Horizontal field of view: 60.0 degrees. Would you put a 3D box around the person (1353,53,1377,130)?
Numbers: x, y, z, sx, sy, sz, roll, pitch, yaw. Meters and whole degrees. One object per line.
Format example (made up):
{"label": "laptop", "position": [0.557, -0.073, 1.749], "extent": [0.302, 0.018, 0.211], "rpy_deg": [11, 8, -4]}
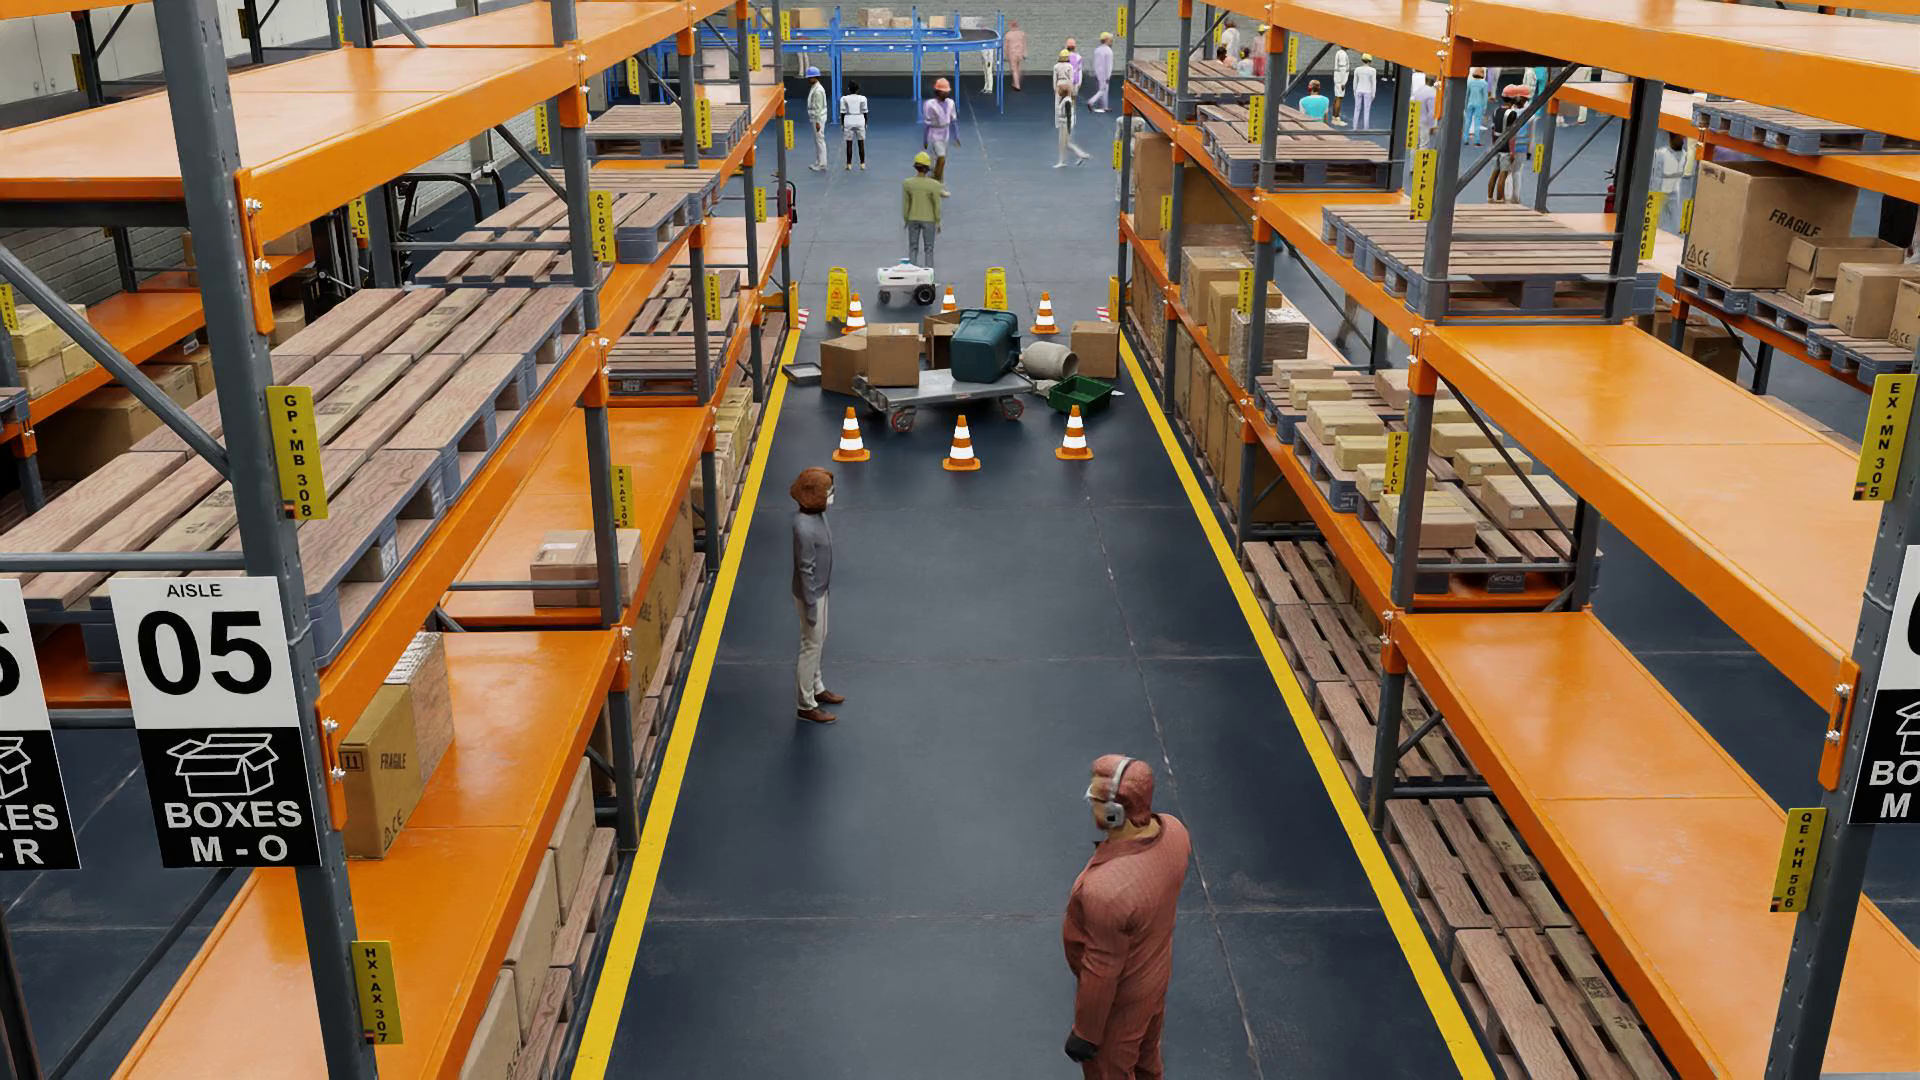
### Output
{"label": "person", "position": [9.010, -9.956, 37.049], "extent": [0.529, 1.772, 0.304], "rpy_deg": [14, 25, 32]}

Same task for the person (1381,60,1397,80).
{"label": "person", "position": [12.636, -14.438, 48.685], "extent": [0.589, 1.920, 0.392], "rpy_deg": [0, 21, 0]}

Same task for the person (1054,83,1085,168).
{"label": "person", "position": [2.108, -7.982, 32.037], "extent": [0.506, 1.616, 0.558], "rpy_deg": [-4, 21, -10]}

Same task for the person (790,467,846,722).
{"label": "person", "position": [-0.873, 0.325, 10.077], "extent": [0.293, 1.623, 0.507], "rpy_deg": [1, 21, 3]}

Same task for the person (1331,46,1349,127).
{"label": "person", "position": [8.806, -10.582, 38.321], "extent": [0.377, 2.044, 0.608], "rpy_deg": [1, 21, 2]}

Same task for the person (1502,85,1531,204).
{"label": "person", "position": [9.328, -6.655, 28.032], "extent": [0.412, 1.982, 0.624], "rpy_deg": [10, 23, 25]}

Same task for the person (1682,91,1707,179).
{"label": "person", "position": [13.641, -7.599, 30.723], "extent": [0.563, 1.837, 0.388], "rpy_deg": [-5, 21, -13]}

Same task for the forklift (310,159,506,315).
{"label": "forklift", "position": [-5.622, -2.910, 17.832], "extent": [2.313, 2.155, 1.214], "rpy_deg": [-1, 21, -1]}

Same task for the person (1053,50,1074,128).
{"label": "person", "position": [2.373, -10.308, 38.020], "extent": [0.485, 1.739, 0.313], "rpy_deg": [11, 23, 27]}

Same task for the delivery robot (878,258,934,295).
{"label": "delivery robot", "position": [-0.684, -3.322, 21.072], "extent": [0.707, 0.478, 0.477], "rpy_deg": [-1, 21, -1]}

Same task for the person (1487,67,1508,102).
{"label": "person", "position": [13.838, -12.328, 43.141], "extent": [0.680, 1.898, 0.458], "rpy_deg": [-1, 21, -3]}

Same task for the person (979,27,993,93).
{"label": "person", "position": [0.723, -13.095, 45.374], "extent": [0.335, 1.746, 0.562], "rpy_deg": [-6, 22, -15]}

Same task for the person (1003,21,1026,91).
{"label": "person", "position": [1.456, -13.412, 46.057], "extent": [0.650, 1.857, 0.957], "rpy_deg": [-10, 23, -26]}

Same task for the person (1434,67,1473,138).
{"label": "person", "position": [10.956, -9.808, 36.562], "extent": [0.610, 1.830, 0.971], "rpy_deg": [-16, 26, -36]}

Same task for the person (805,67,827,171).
{"label": "person", "position": [-2.738, -8.026, 31.718], "extent": [0.412, 1.939, 0.599], "rpy_deg": [-4, 21, -10]}

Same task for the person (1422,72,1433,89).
{"label": "person", "position": [12.428, -12.555, 44.114], "extent": [0.362, 1.629, 0.512], "rpy_deg": [11, 23, 27]}

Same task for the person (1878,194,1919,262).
{"label": "person", "position": [11.101, -3.524, 19.728], "extent": [0.612, 1.997, 0.376], "rpy_deg": [-11, 23, -27]}

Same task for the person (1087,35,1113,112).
{"label": "person", "position": [3.450, -11.395, 40.709], "extent": [0.705, 1.874, 0.686], "rpy_deg": [-7, 22, -19]}

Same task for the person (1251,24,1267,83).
{"label": "person", "position": [8.440, -13.557, 46.606], "extent": [0.530, 1.750, 0.668], "rpy_deg": [8, 22, 20]}

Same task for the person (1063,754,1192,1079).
{"label": "person", "position": [0.576, 1.655, 6.167], "extent": [0.411, 1.908, 0.643], "rpy_deg": [11, 24, 28]}

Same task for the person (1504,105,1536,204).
{"label": "person", "position": [9.330, -6.593, 28.097], "extent": [0.643, 1.811, 0.608], "rpy_deg": [-2, 21, -5]}

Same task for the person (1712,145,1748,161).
{"label": "person", "position": [11.286, -5.270, 24.498], "extent": [0.655, 1.884, 1.021], "rpy_deg": [-8, 22, -21]}

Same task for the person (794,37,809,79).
{"label": "person", "position": [-4.727, -14.715, 49.312], "extent": [0.392, 1.995, 0.612], "rpy_deg": [14, 25, 32]}

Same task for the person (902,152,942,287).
{"label": "person", "position": [-0.495, -4.177, 21.807], "extent": [0.542, 1.757, 0.387], "rpy_deg": [6, 22, 17]}

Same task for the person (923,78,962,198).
{"label": "person", "position": [-0.287, -6.930, 28.710], "extent": [0.611, 2.012, 0.867], "rpy_deg": [-19, 28, -41]}

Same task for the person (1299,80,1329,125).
{"label": "person", "position": [6.387, -7.393, 30.164], "extent": [0.564, 1.847, 0.396], "rpy_deg": [-5, 21, -13]}

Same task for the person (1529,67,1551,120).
{"label": "person", "position": [13.770, -10.932, 39.544], "extent": [0.516, 1.835, 0.354], "rpy_deg": [7, 22, 18]}

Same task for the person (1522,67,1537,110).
{"label": "person", "position": [12.750, -9.993, 37.329], "extent": [0.311, 1.636, 0.521], "rpy_deg": [7, 22, 18]}

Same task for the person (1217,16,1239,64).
{"label": "person", "position": [7.371, -13.327, 45.581], "extent": [0.711, 2.000, 0.691], "rpy_deg": [19, 28, 41]}

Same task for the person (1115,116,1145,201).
{"label": "person", "position": [2.895, -6.666, 28.405], "extent": [0.494, 1.732, 0.324], "rpy_deg": [2, 21, 5]}

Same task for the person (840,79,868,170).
{"label": "person", "position": [-2.020, -7.931, 31.792], "extent": [0.540, 1.699, 0.316], "rpy_deg": [-3, 21, -9]}

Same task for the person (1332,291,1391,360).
{"label": "person", "position": [4.516, -2.952, 18.372], "extent": [0.603, 1.900, 1.043], "rpy_deg": [-4, 21, -12]}

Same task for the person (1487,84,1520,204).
{"label": "person", "position": [8.964, -6.443, 27.372], "extent": [0.359, 2.047, 0.614], "rpy_deg": [-5, 21, -13]}

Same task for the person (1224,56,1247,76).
{"label": "person", "position": [5.668, -8.972, 34.248], "extent": [0.639, 1.925, 0.865], "rpy_deg": [19, 28, 41]}

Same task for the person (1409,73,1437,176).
{"label": "person", "position": [8.632, -7.723, 30.911], "extent": [0.354, 1.936, 0.635], "rpy_deg": [-6, 21, -14]}

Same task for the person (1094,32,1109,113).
{"label": "person", "position": [3.527, -11.513, 40.965], "extent": [0.388, 1.916, 0.594], "rpy_deg": [8, 22, 19]}

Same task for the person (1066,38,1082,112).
{"label": "person", "position": [2.610, -10.789, 39.058], "extent": [0.561, 1.912, 0.739], "rpy_deg": [-2, 21, -6]}

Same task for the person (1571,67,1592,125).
{"label": "person", "position": [14.481, -10.478, 38.631], "extent": [0.295, 1.623, 0.507], "rpy_deg": [13, 24, 30]}

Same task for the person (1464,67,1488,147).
{"label": "person", "position": [10.871, -9.135, 35.066], "extent": [0.497, 1.633, 0.278], "rpy_deg": [18, 27, 39]}

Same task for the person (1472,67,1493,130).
{"label": "person", "position": [11.836, -10.266, 37.683], "extent": [0.410, 1.907, 0.595], "rpy_deg": [-7, 22, -19]}
